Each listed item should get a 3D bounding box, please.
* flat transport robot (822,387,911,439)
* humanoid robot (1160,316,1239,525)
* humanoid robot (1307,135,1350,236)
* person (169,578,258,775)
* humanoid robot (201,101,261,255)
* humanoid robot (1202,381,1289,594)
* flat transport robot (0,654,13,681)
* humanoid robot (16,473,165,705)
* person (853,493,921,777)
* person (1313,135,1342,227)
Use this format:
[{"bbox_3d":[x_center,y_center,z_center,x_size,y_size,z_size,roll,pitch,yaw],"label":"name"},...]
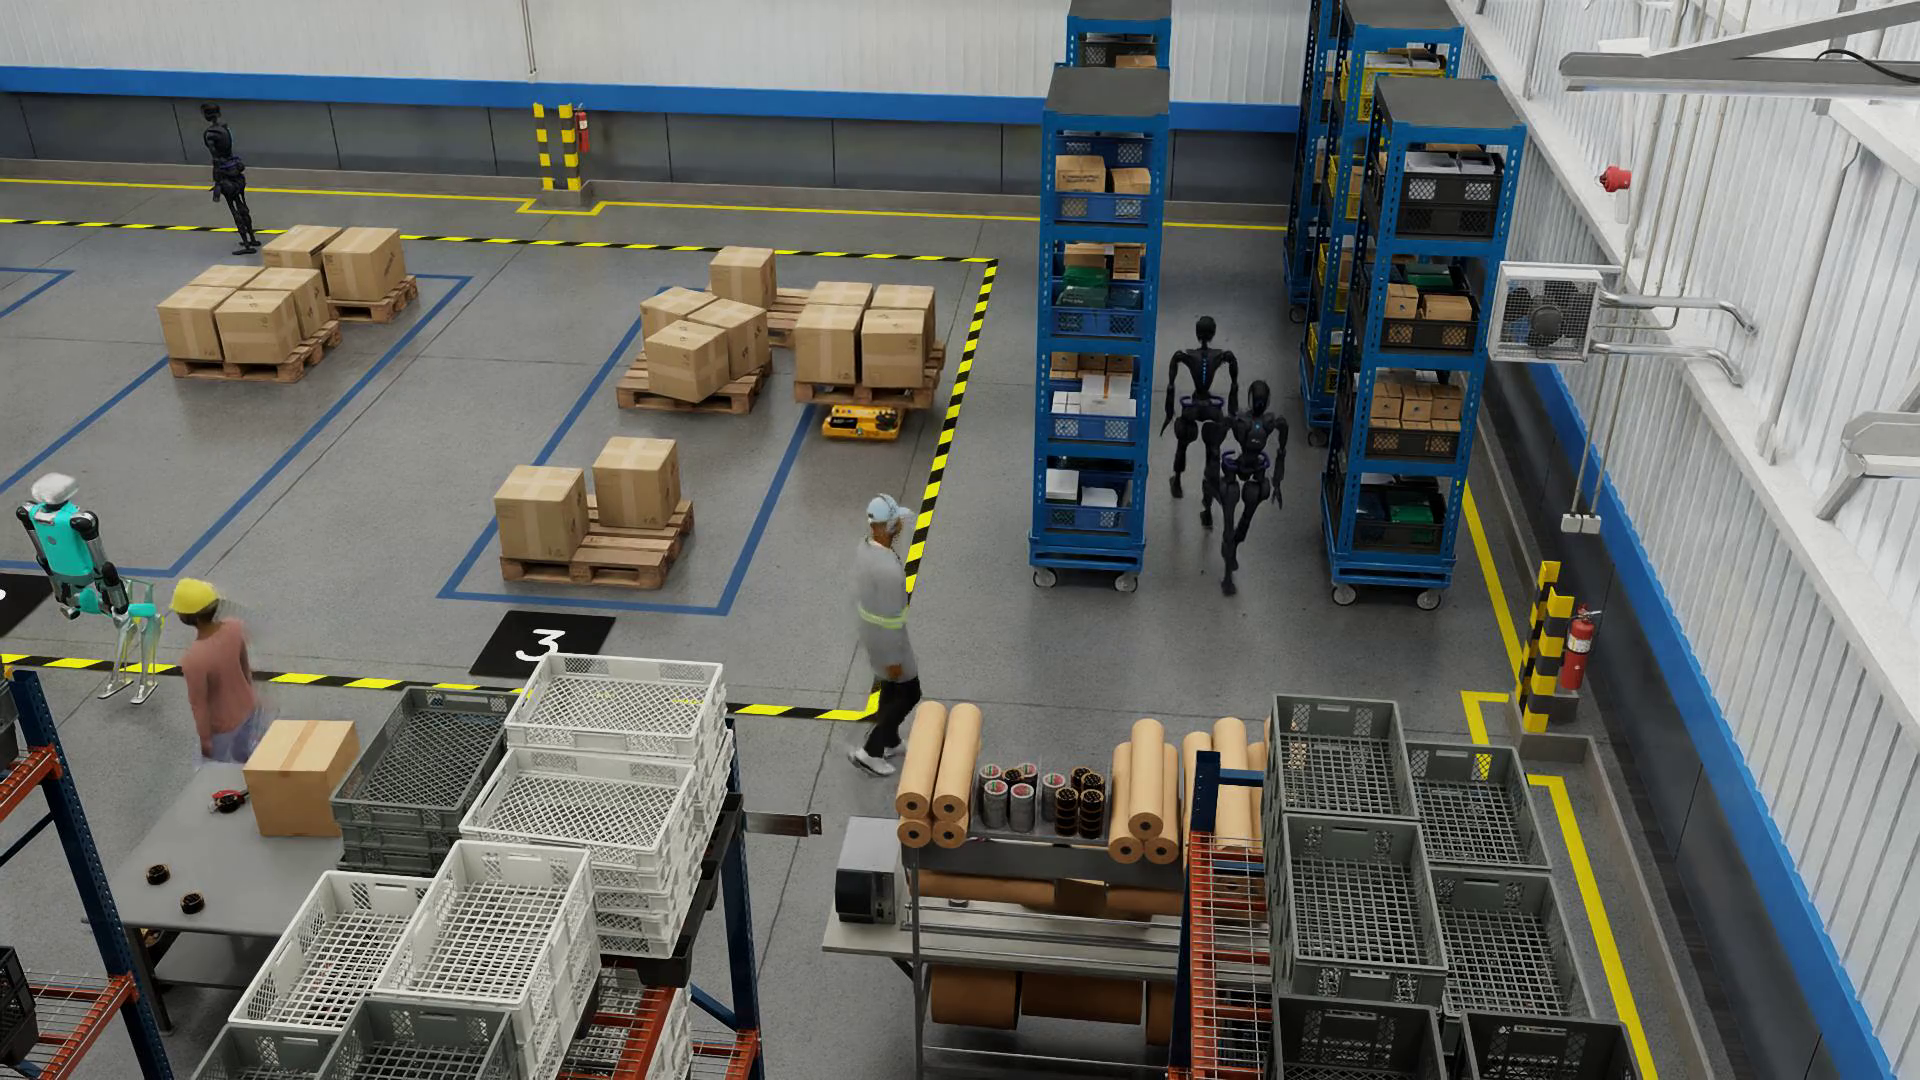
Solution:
[{"bbox_3d":[-0.789,-1.322,14.916,0.652,0.197,1.431,3,30,6],"label":"flat transport robot"},{"bbox_3d":[1.880,-0.972,12.982,0.610,1.626,0.747,1,30,1],"label":"humanoid robot"},{"bbox_3d":[3.987,-3.934,18.037,0.367,1.641,0.616,-17,34,-27],"label":"humanoid robot"},{"bbox_3d":[-4.183,0.990,9.492,0.419,1.750,0.542,6,31,9],"label":"person"},{"bbox_3d":[-7.926,-3.925,18.002,0.315,1.655,0.599,-1,30,-2],"label":"humanoid robot"},{"bbox_3d":[2.055,-0.419,12.020,0.585,1.629,0.696,-2,30,-4],"label":"humanoid robot"},{"bbox_3d":[-7.142,0.969,11.010,1.431,0.231,0.659,3,30,6],"label":"flat transport robot"},{"bbox_3d":[-5.443,0.255,10.647,0.533,1.672,0.735,8,31,14],"label":"humanoid robot"},{"bbox_3d":[-0.461,0.586,10.136,0.459,1.818,0.657,-10,32,-16],"label":"person"},{"bbox_3d":[4.011,-4.046,18.054,0.391,1.845,0.562,7,31,12],"label":"person"}]
